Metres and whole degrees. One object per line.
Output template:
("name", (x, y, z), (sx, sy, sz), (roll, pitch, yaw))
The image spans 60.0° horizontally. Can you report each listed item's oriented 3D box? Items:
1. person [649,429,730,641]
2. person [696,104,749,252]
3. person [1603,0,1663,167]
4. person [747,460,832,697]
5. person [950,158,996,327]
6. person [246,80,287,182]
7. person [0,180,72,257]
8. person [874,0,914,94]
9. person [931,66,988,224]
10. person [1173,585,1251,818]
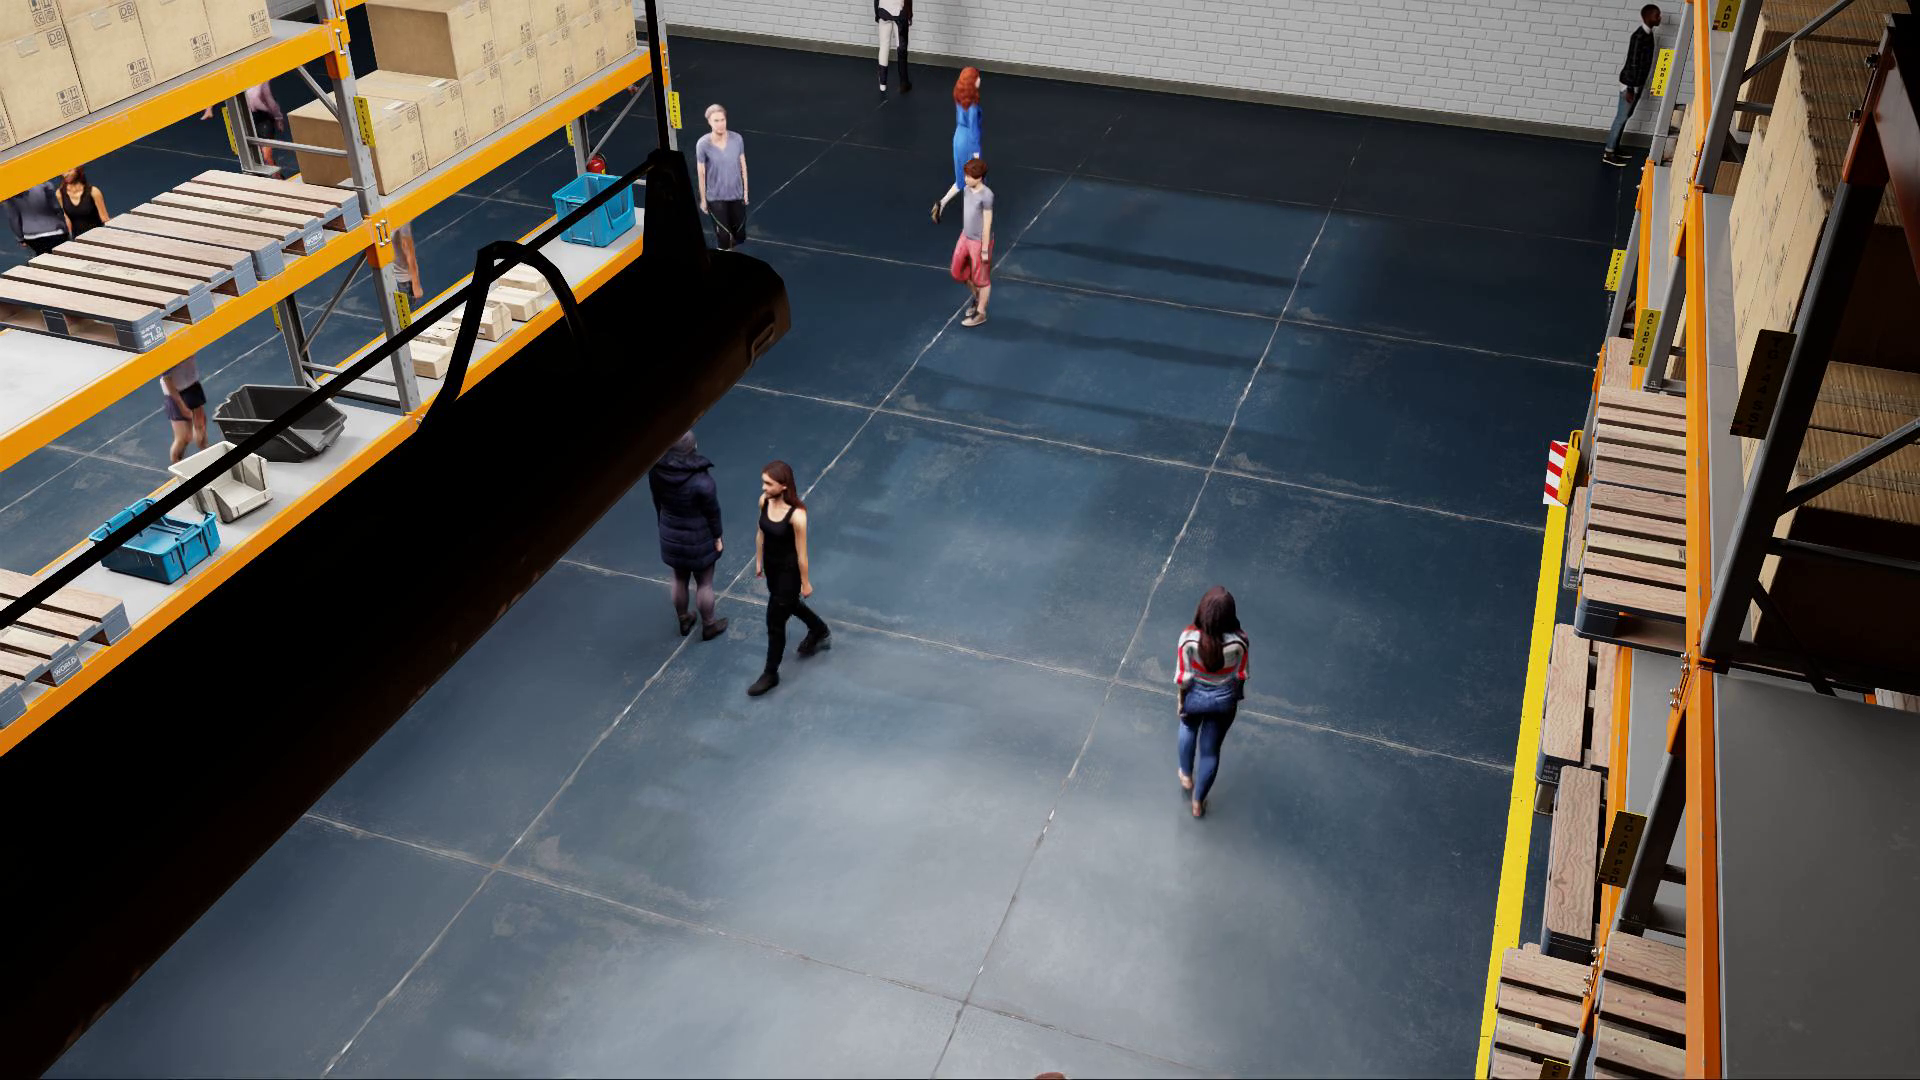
("person", (-1.878, -0.047, 11.494), (0.659, 1.675, 0.623), (12, 36, 18))
("person", (-2.330, -3.354, 16.295), (1.056, 1.866, 1.102), (-15, 37, -22))
("person", (7.775, -5.291, 19.252), (0.782, 1.820, 0.600), (21, 39, 29))
("person", (-1.129, 0.190, 11.153), (1.127, 1.658, 0.901), (-28, 42, -35))
("person", (0.229, -2.832, 15.710), (0.802, 1.646, 0.748), (-21, 39, -28))
("person", (-7.598, -4.517, 18.140), (0.872, 1.761, 1.046), (-6, 34, -8))
("person", (-8.777, -2.921, 15.898), (0.922, 1.585, 1.093), (-4, 34, -6))
("person", (-0.859, -6.727, 21.350), (0.686, 1.889, 0.605), (8, 35, 12))
("person", (0.002, -4.027, 17.358), (0.973, 1.811, 0.919), (-13, 36, -19))
("person", (1.493, 1.006, 9.978), (0.636, 1.598, 0.682), (7, 34, 11))
